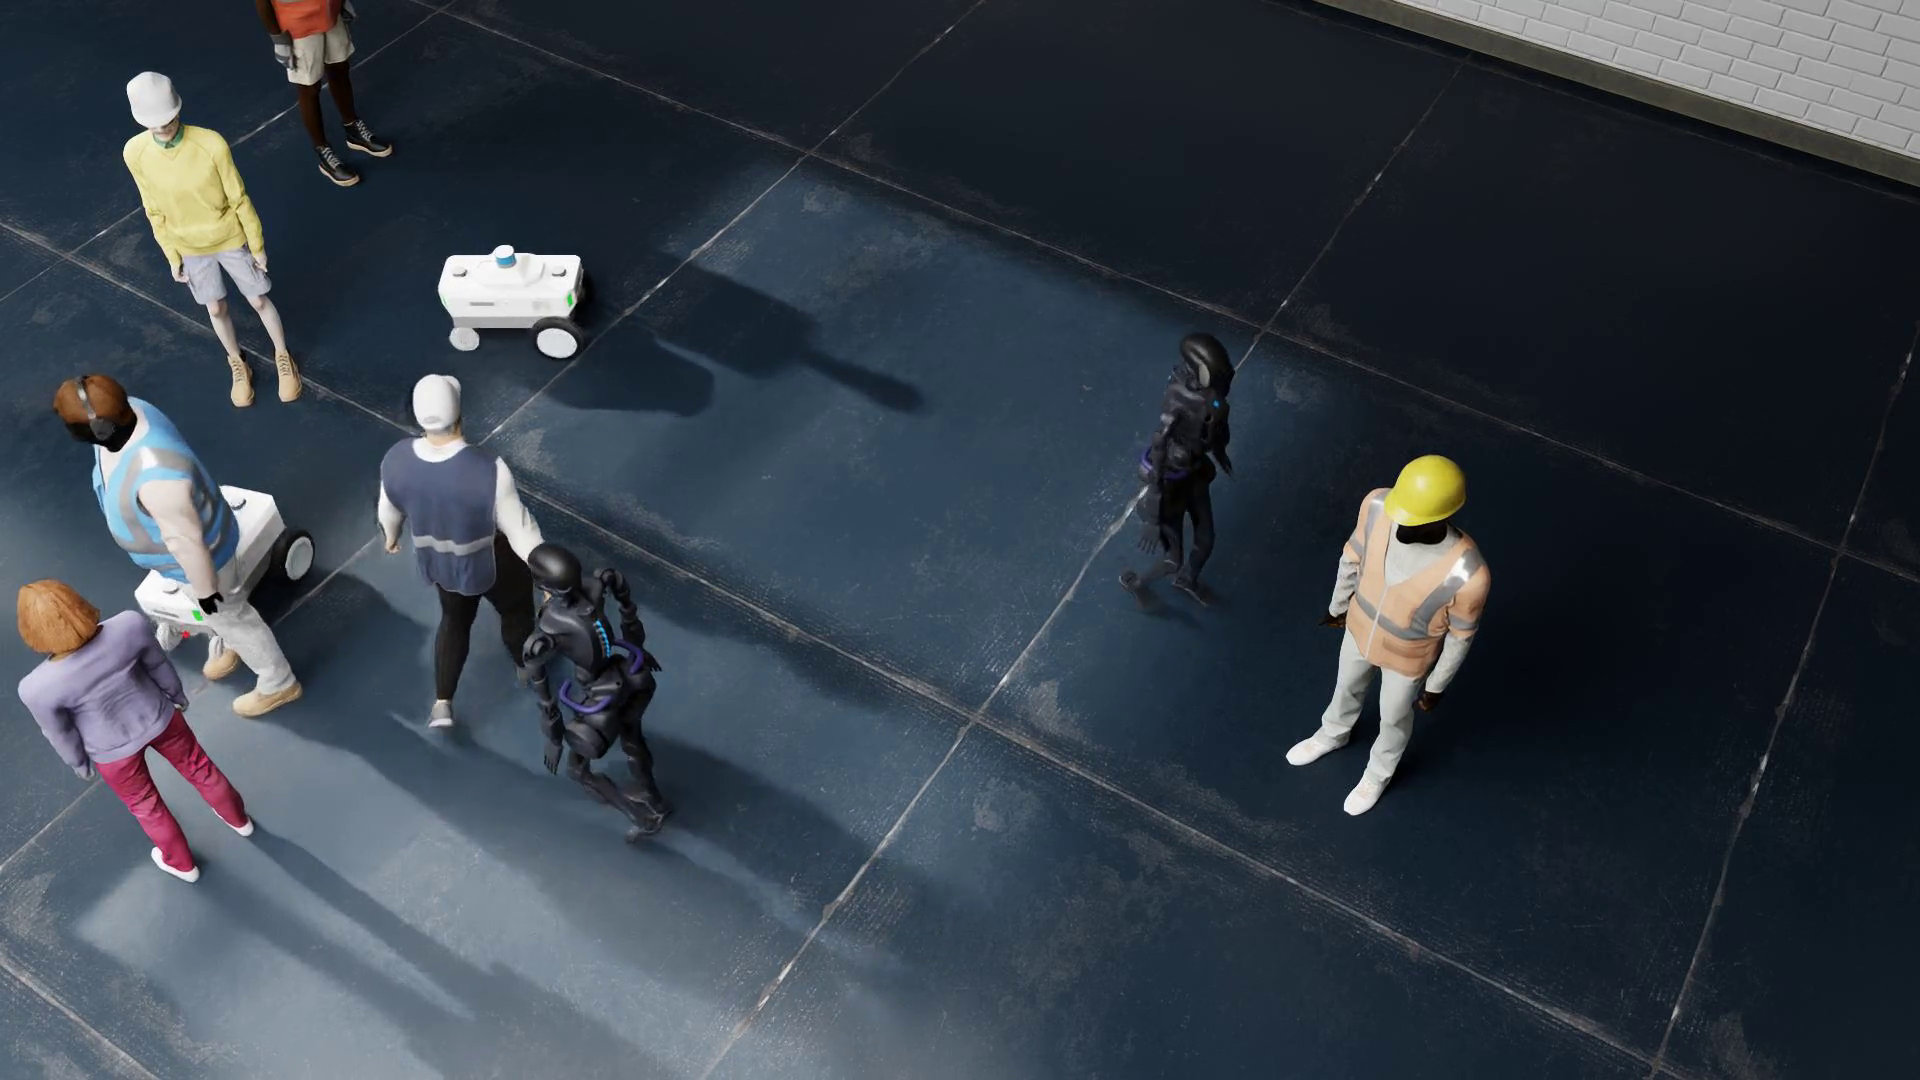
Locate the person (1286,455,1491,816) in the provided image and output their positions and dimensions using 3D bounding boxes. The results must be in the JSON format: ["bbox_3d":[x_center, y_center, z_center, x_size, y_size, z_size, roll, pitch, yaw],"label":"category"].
[{"bbox_3d":[1.645,0.374,6.388,0.368,1.925,0.594,-31,56,-24],"label":"person"}]

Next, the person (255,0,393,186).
[{"bbox_3d":[-3.613,-2.914,9.237,0.366,1.962,0.608,21,52,17],"label":"person"}]

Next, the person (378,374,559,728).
[{"bbox_3d":[-2.010,0.107,6.757,0.806,1.726,0.726,12,50,10],"label":"person"}]

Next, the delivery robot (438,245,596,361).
[{"bbox_3d":[-2.323,-1.282,8.754,0.810,0.606,0.499,0,49,0],"label":"delivery robot"}]

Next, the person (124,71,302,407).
[{"bbox_3d":[-3.593,-1.437,8.006,0.480,1.887,0.403,-10,50,-8],"label":"person"}]

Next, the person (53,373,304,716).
[{"bbox_3d":[-3.151,0.020,6.764,0.435,1.832,0.650,-29,55,-23],"label":"person"}]

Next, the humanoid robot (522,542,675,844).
[{"bbox_3d":[-1.327,0.609,6.341,0.405,1.645,0.609,24,53,20],"label":"humanoid robot"}]

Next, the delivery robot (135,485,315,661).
[{"bbox_3d":[-3.351,0.113,7.540,0.499,0.614,0.808,12,50,10],"label":"delivery robot"}]

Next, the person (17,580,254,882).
[{"bbox_3d":[-3.134,0.721,6.284,0.278,1.625,0.494,31,55,24],"label":"person"}]

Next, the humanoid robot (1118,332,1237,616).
[{"bbox_3d":[0.970,-0.247,7.097,0.424,1.652,0.604,32,56,25],"label":"humanoid robot"}]
